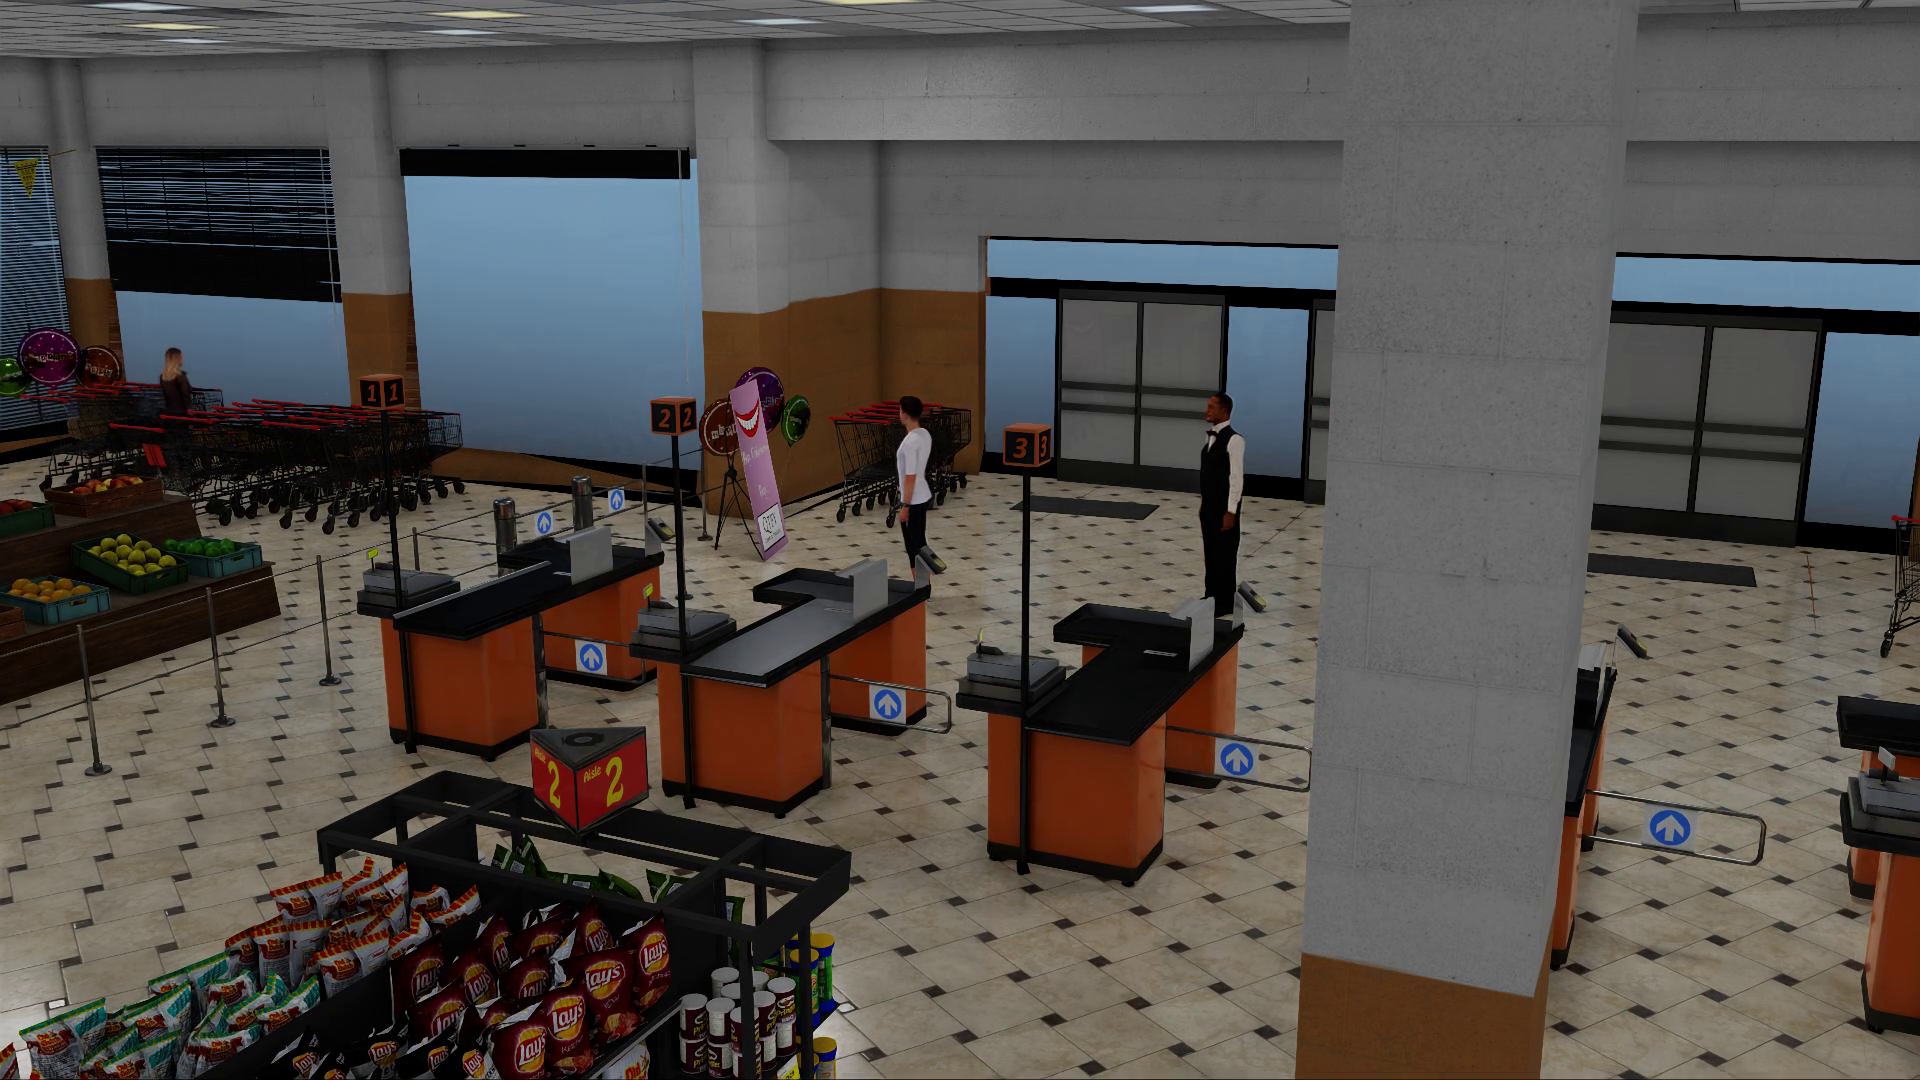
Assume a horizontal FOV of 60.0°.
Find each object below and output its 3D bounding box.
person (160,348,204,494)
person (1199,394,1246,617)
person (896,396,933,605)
[{"bbox_3d":[-8.971,-1.340,19.041,0.694,1.690,0.670,8,16,31],"label":"person"},{"bbox_3d":[2.246,-0.312,14.320,0.828,1.917,0.770,-5,15,-20],"label":"person"},{"bbox_3d":[-0.398,-0.356,14.645,0.772,1.849,0.549,3,14,14],"label":"person"}]
